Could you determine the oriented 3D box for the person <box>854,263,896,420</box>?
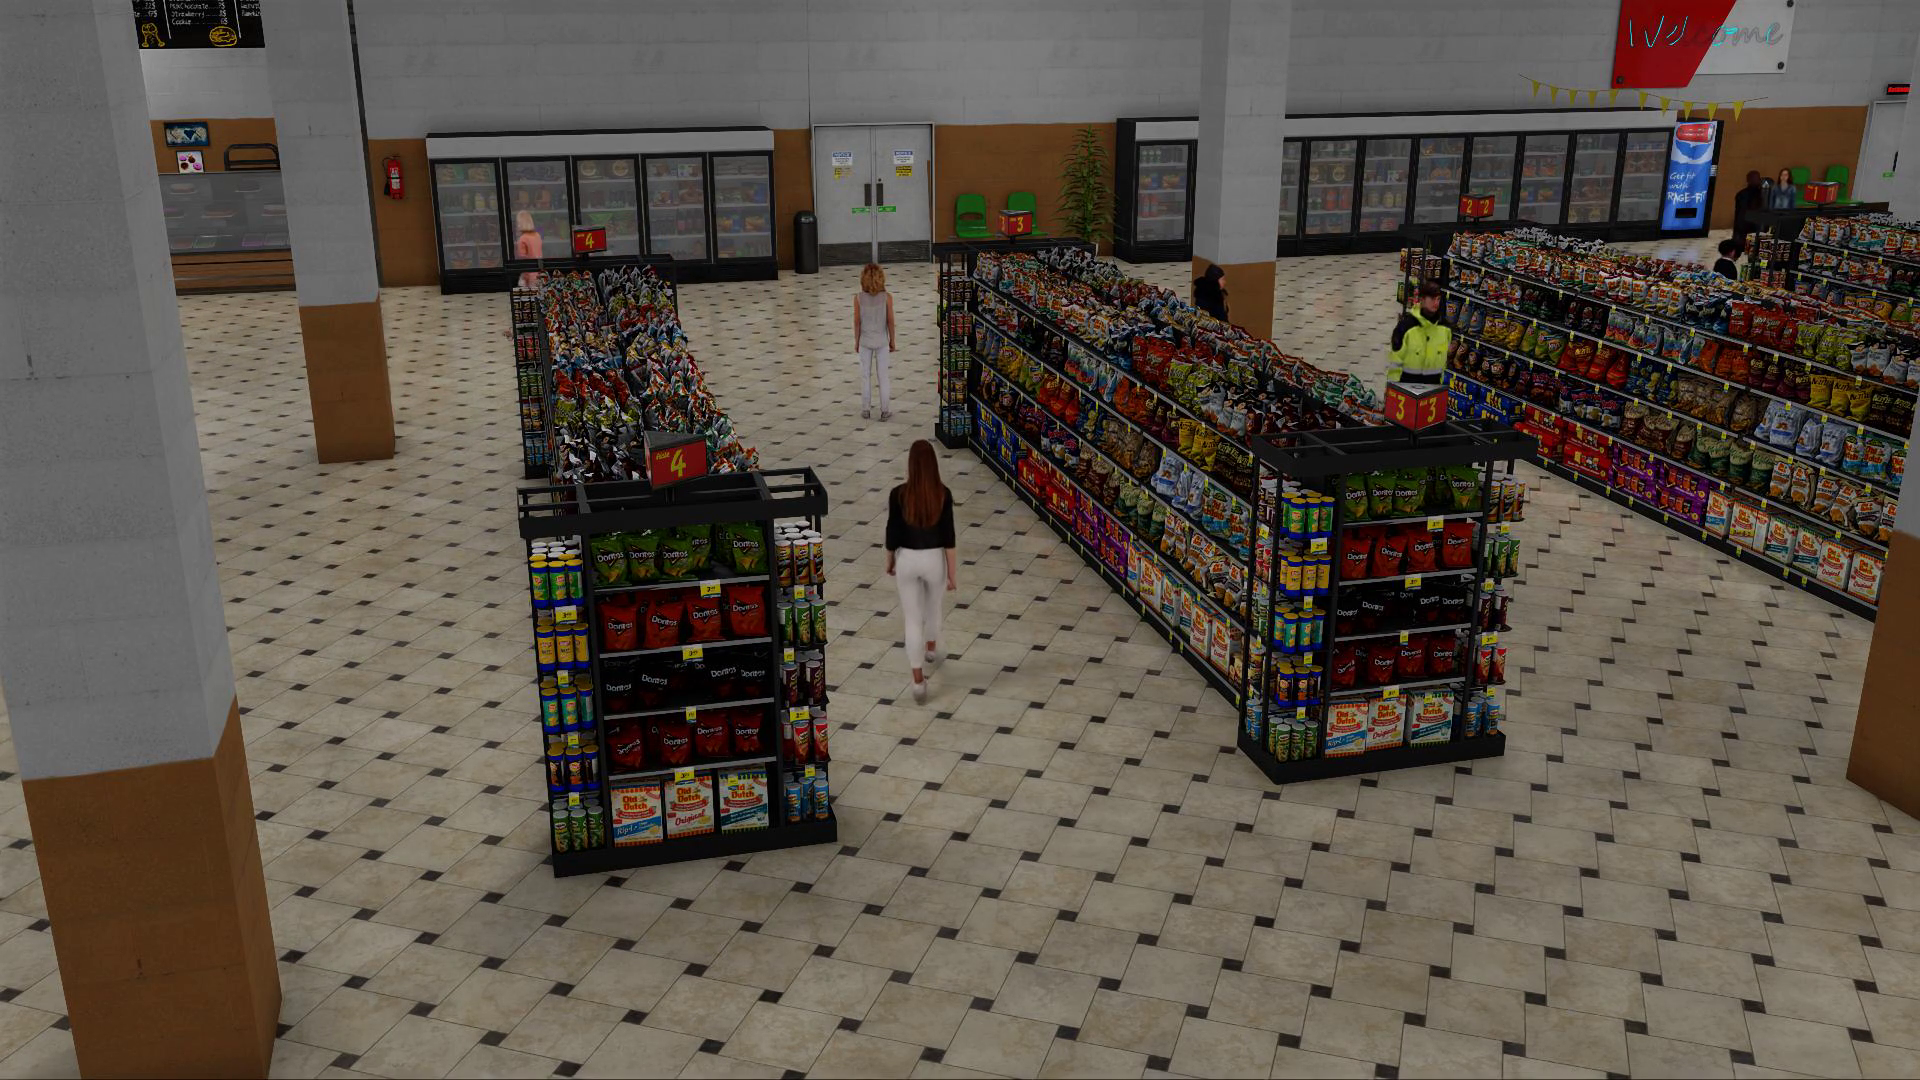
[{"bbox_3d":[-0.923,-2.123,17.753,0.639,1.671,0.614,0,19,-1],"label":"person"}]

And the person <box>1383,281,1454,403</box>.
[{"bbox_3d":[4.144,-1.423,15.253,0.776,1.941,1.017,-4,19,-10],"label":"person"}]

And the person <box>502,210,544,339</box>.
[{"bbox_3d":[-5.428,-3.354,21.375,1.064,1.689,1.025,10,21,27],"label":"person"}]

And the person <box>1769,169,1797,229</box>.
[{"bbox_3d":[13.986,-5.552,28.268,0.973,1.450,1.022,12,22,31],"label":"person"}]

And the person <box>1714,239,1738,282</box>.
[{"bbox_3d":[10.193,-3.404,22.253,0.566,1.222,0.417,-6,20,-18],"label":"person"}]

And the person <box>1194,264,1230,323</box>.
[{"bbox_3d":[2.619,-2.090,17.647,0.850,1.676,0.773,7,20,21],"label":"person"}]

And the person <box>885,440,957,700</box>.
[{"bbox_3d":[-0.259,0.218,10.821,0.795,1.663,1.146,0,19,-1],"label":"person"}]

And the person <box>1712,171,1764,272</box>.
[{"bbox_3d":[11.670,-4.610,24.927,1.070,1.800,1.311,-16,25,-40],"label":"person"}]
